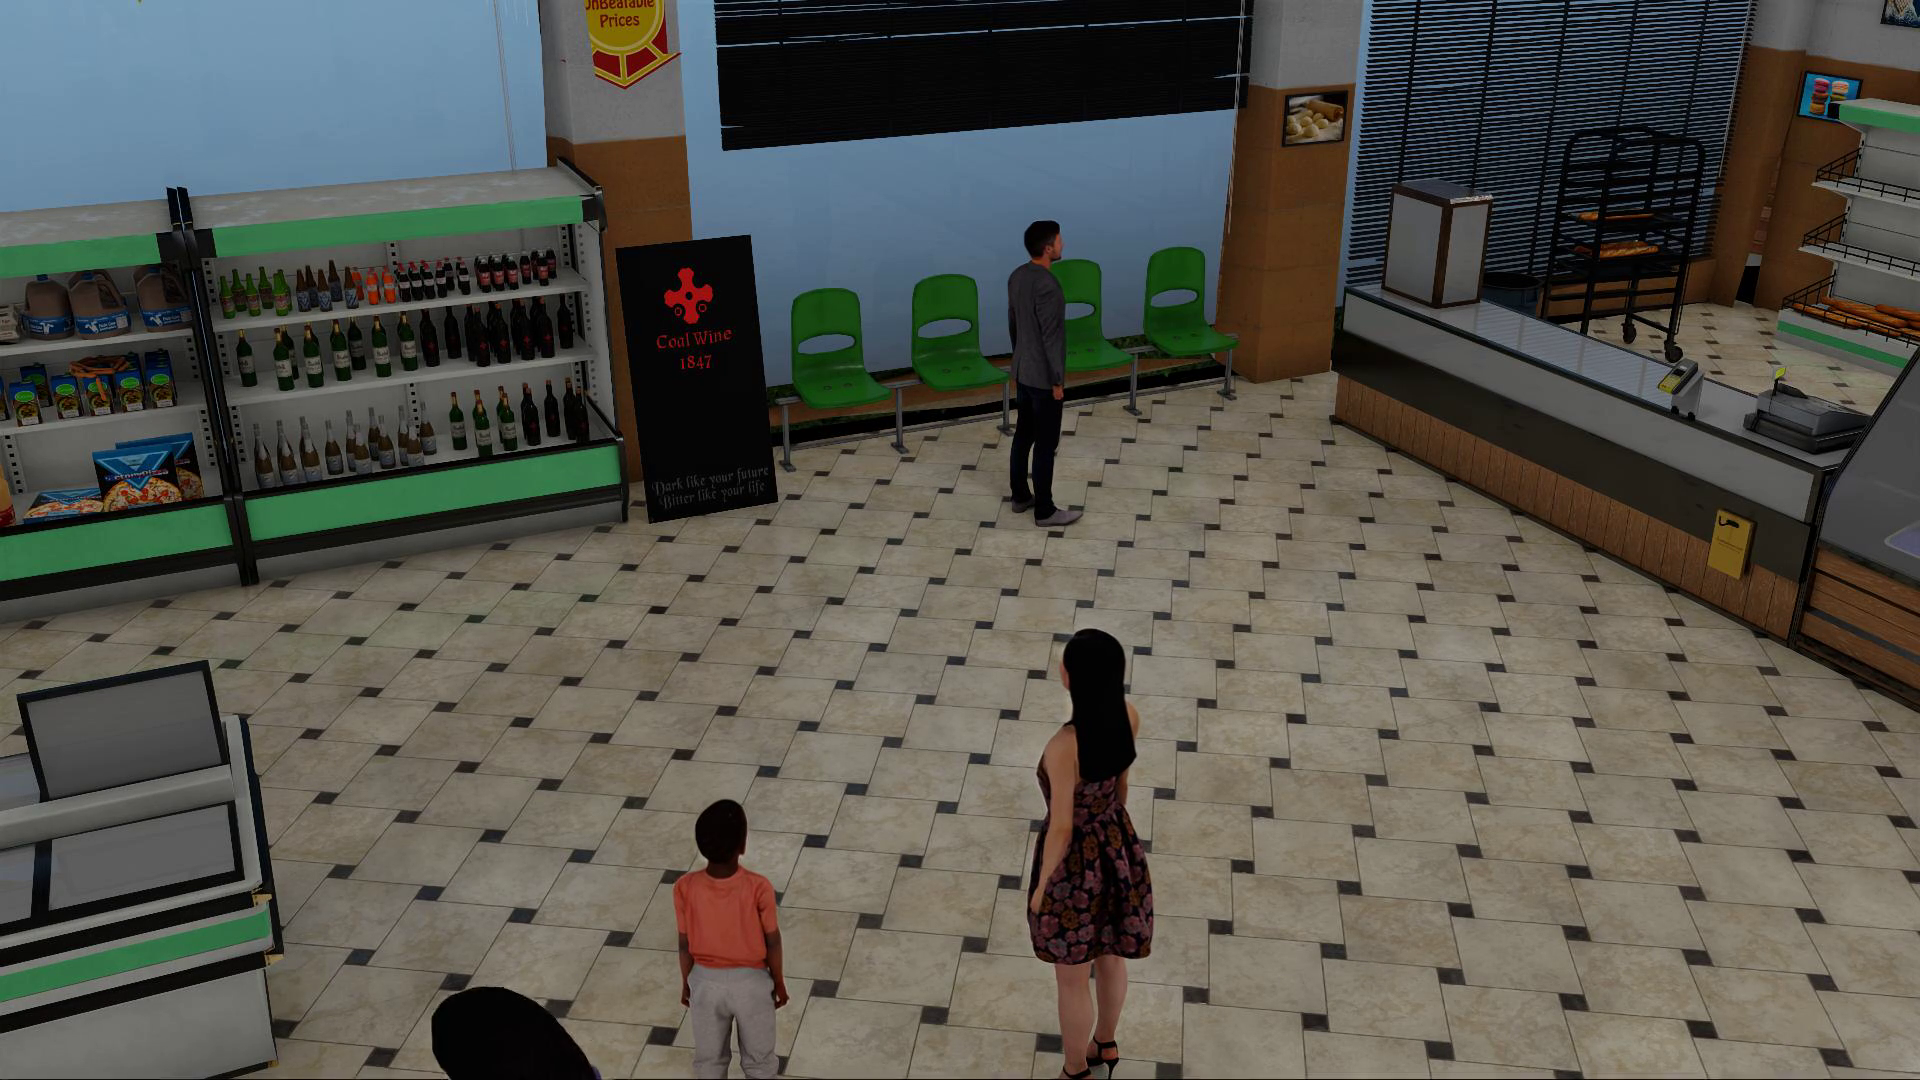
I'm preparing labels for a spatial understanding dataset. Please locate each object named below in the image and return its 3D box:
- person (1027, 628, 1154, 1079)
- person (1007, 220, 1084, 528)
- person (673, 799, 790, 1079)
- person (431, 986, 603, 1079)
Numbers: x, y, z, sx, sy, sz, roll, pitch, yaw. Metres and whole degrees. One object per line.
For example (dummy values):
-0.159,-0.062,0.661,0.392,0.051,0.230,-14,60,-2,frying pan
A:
0.406,1.084,5.435,0.833,1.774,0.741,20,30,37,person
0.484,-1.014,10.104,0.595,1.874,0.681,-12,26,-25,person
-0.729,1.404,5.282,0.524,1.310,0.621,1,24,3,person
-0.915,1.760,3.910,0.719,1.757,0.840,-16,28,-32,person
